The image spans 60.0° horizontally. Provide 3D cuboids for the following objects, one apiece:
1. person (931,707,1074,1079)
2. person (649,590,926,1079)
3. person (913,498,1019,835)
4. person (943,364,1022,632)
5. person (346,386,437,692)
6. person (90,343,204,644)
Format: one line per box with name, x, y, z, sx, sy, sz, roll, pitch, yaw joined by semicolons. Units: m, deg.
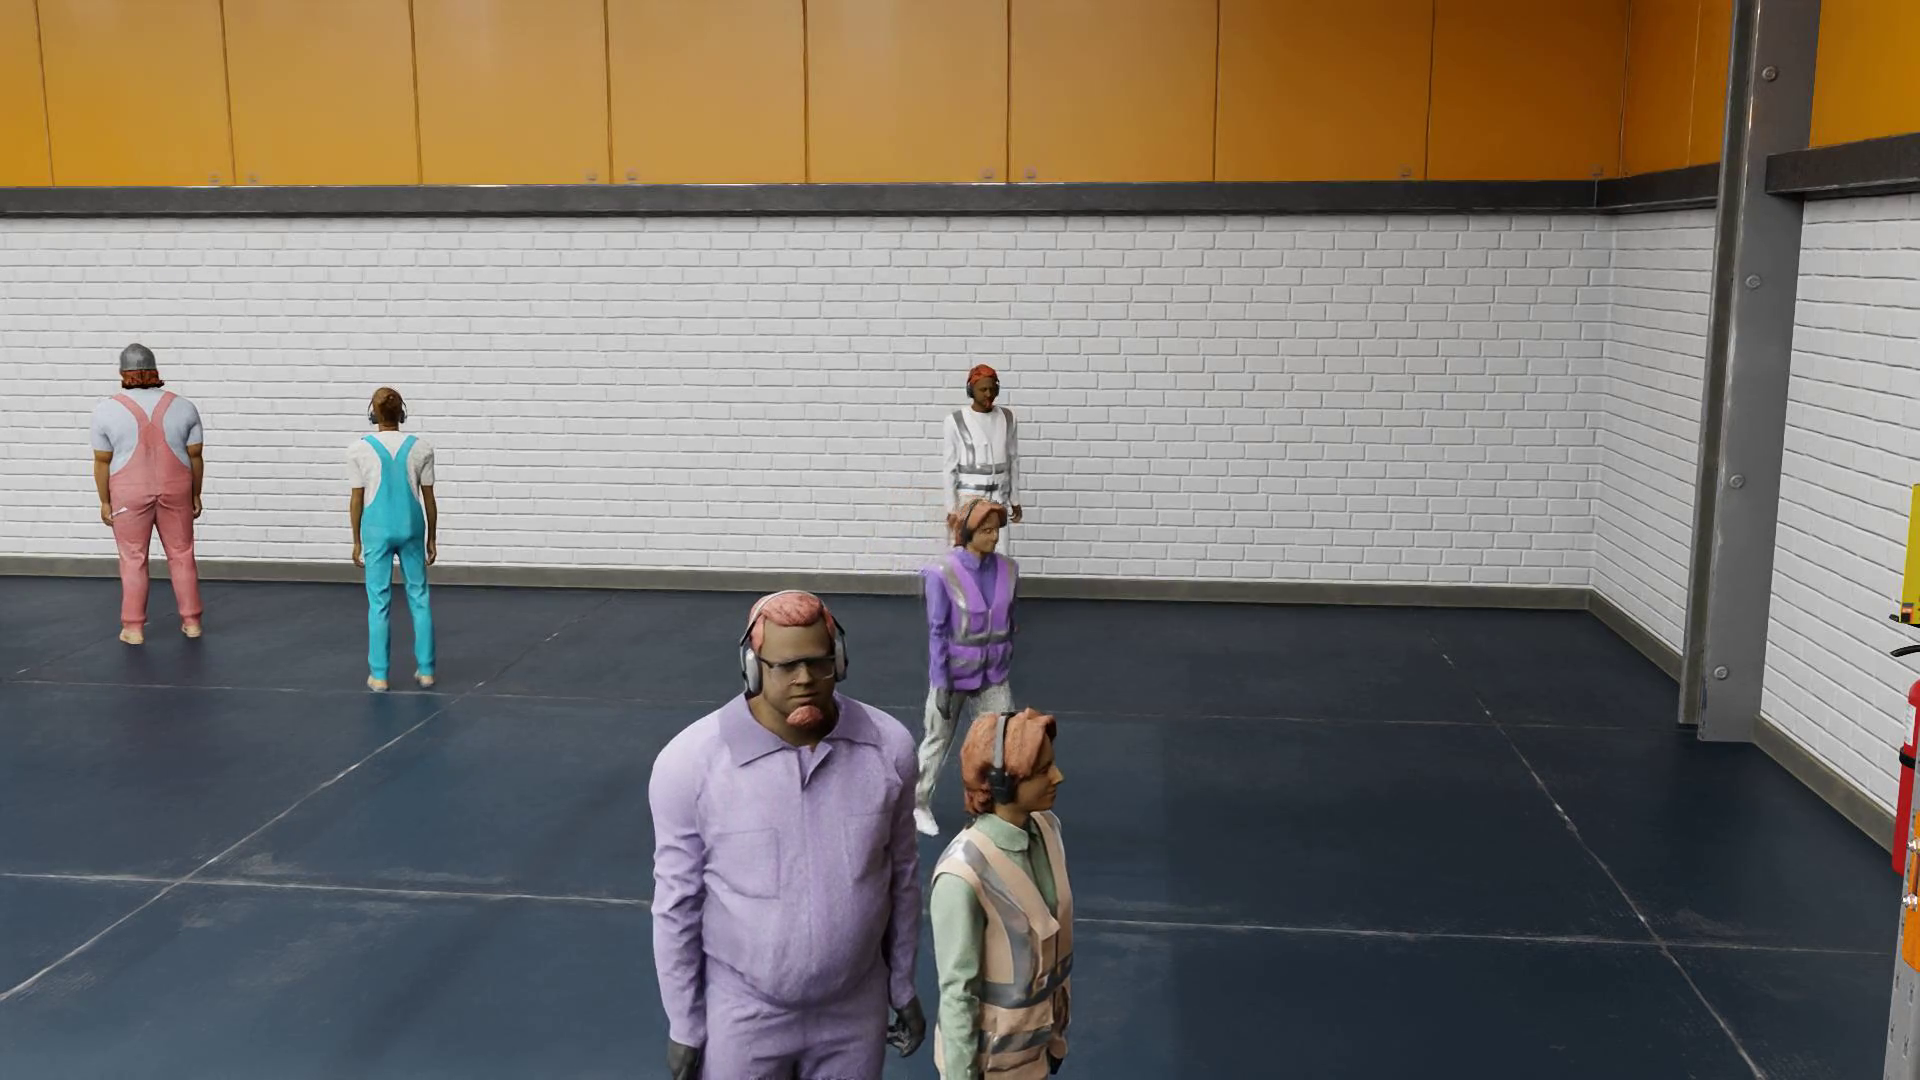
person;0.097;1.180;3.790;0.310;1.644;0.523;5;11;26
person;-0.367;1.049;3.787;0.643;1.910;0.399;-4;11;-23
person;0.033;0.602;7.319;0.513;1.599;0.875;-6;12;-32
person;0.150;-0.268;11.432;0.584;1.877;0.356;-6;11;-29
person;-3.411;-0.004;10.042;0.502;1.837;0.350;-5;11;-27
person;-5.503;-0.329;11.297;0.683;2.000;0.535;-7;12;-35
